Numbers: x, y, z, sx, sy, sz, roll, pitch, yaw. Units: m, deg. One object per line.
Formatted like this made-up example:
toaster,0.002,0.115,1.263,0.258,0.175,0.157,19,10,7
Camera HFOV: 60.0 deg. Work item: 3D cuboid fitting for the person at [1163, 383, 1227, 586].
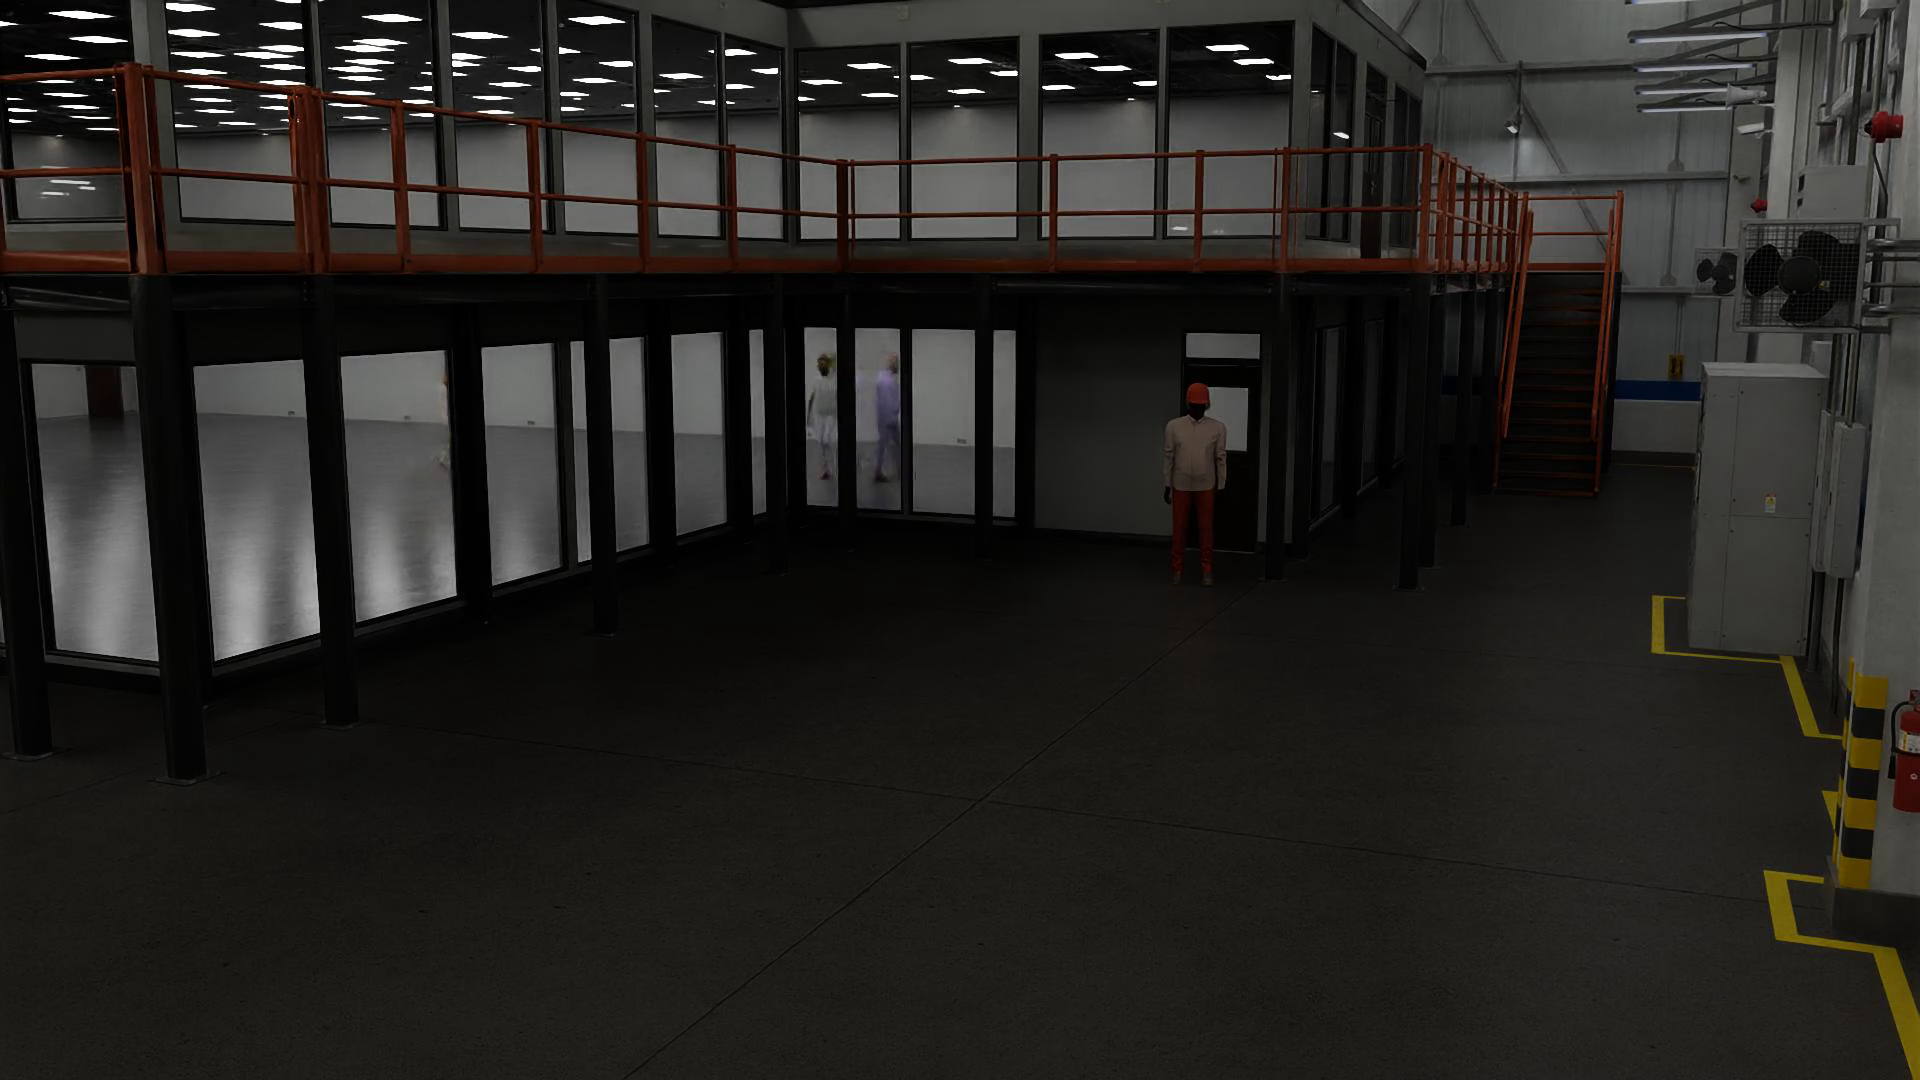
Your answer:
person,2.273,-0.532,16.115,0.612,1.986,0.406,1,9,8
